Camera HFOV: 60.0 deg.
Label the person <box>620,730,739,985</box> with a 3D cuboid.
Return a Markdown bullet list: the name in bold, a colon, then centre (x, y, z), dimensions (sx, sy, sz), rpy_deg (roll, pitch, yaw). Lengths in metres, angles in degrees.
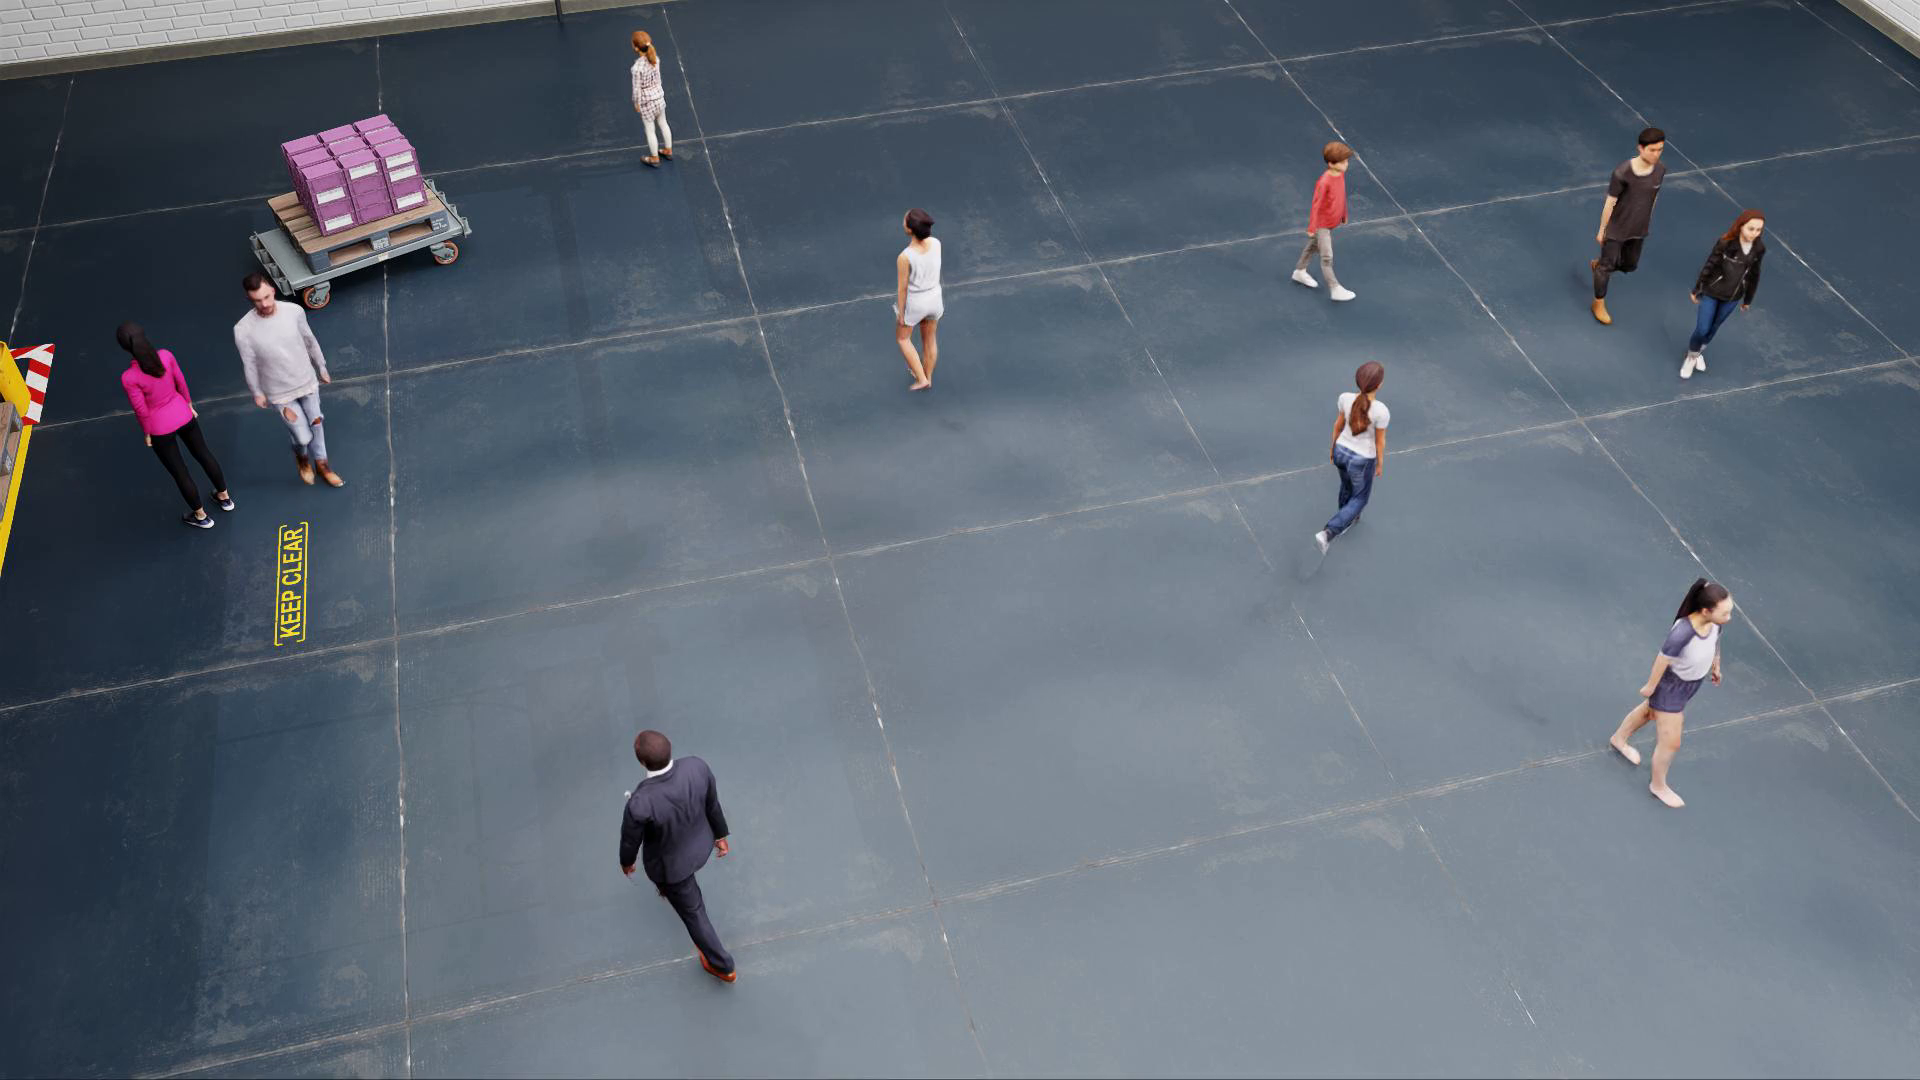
- **person**: centre (-1.452, 1.724, 8.863), dimensions (1.313, 1.771, 1.111), rpy_deg (34, 53, 30)

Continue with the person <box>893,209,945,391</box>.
- **person**: centre (-0.257, -1.777, 12.659), dimensions (0.652, 1.603, 0.683), rpy_deg (-26, 49, -25)

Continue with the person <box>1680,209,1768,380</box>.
- **person**: centre (5.923, -1.976, 12.963), dimensions (0.669, 1.472, 0.687), rpy_deg (2, 44, 2)

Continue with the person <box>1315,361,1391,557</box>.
- **person**: centre (2.689, -0.542, 11.401), dimensions (0.925, 1.550, 0.888), rpy_deg (32, 52, 29)

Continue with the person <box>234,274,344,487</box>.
- **person**: centre (-4.816, -1.151, 11.836), dimensions (0.824, 1.831, 0.819), rpy_deg (33, 53, 30)

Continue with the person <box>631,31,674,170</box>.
- **person**: centre (-2.835, -4.051, 15.258), dimensions (0.663, 1.310, 0.609), rpy_deg (25, 49, 24)

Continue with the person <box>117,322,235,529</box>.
- **person**: centre (-5.489, -0.810, 11.574), dimensions (0.743, 1.699, 0.682), rpy_deg (22, 48, 21)

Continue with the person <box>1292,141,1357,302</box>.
- **person**: centre (2.960, -2.671, 13.749), dimensions (0.934, 1.395, 0.829), rpy_deg (28, 50, 26)

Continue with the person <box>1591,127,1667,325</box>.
- **person**: centre (5.345, -2.590, 13.439), dimensions (0.652, 1.705, 0.823), rpy_deg (-7, 44, -8)

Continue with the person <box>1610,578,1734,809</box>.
- **person**: centre (4.184, 0.808, 9.929), dimensions (0.811, 1.626, 0.946), rpy_deg (-32, 52, -29)
